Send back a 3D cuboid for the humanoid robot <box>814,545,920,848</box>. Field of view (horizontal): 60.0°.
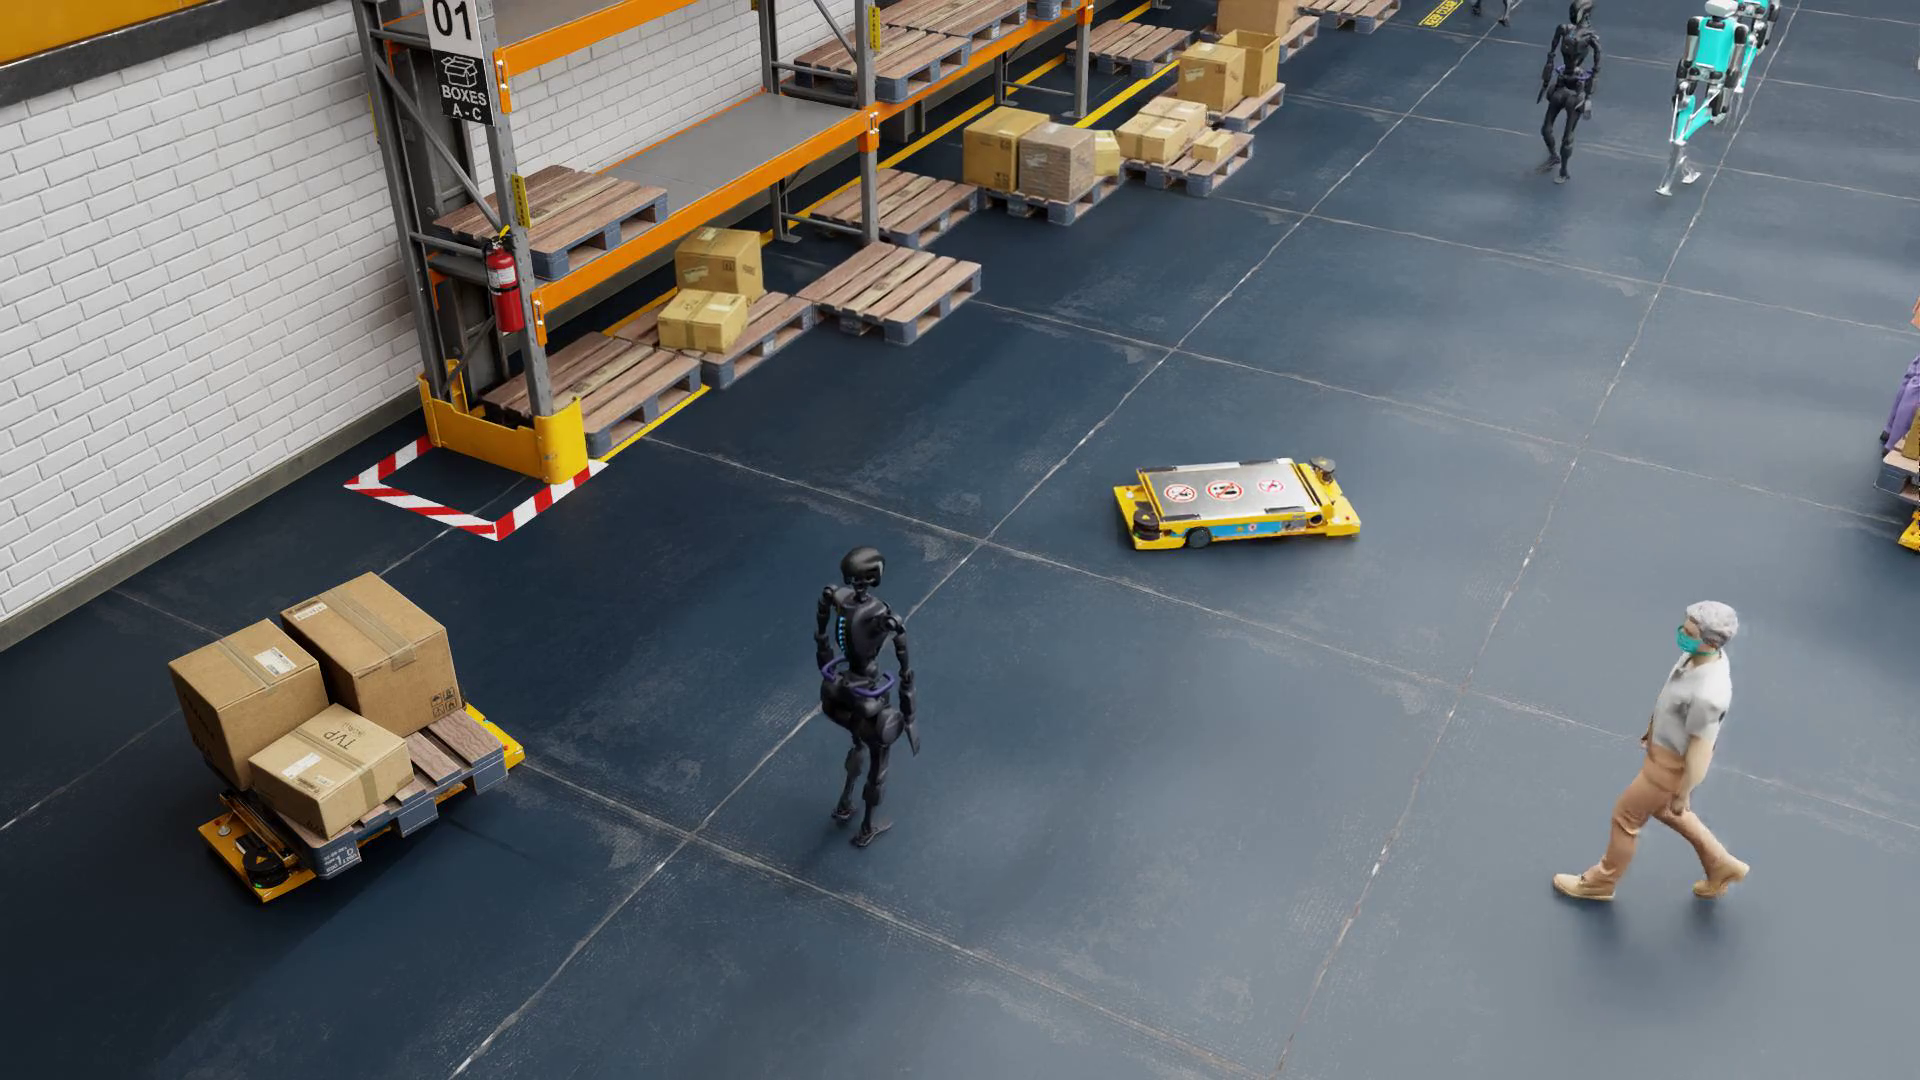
[{"bbox_3d":[-0.438,0.731,7.763,0.615,1.644,0.327,22,40,30],"label":"humanoid robot"}]

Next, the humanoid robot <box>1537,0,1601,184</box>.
[{"bbox_3d":[5.552,-4.082,15.055,0.458,1.646,0.612,-19,38,-26],"label":"humanoid robot"}]

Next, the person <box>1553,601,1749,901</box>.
[{"bbox_3d":[3.216,0.967,7.367,0.749,1.723,0.479,12,35,17],"label":"person"}]

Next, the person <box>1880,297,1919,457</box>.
[{"bbox_3d":[6.373,-1.370,10.793,0.378,1.841,0.568,15,36,21],"label":"person"}]

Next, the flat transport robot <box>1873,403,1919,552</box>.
[{"bbox_3d":[6.495,-0.199,10.449,0.659,0.231,1.431,27,42,35],"label":"flat transport robot"}]

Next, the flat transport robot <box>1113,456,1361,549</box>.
[{"bbox_3d":[1.738,-0.232,10.500,1.431,0.231,0.659,-4,34,-7],"label":"flat transport robot"}]

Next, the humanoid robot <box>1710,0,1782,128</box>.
[{"bbox_3d":[7.582,-4.809,16.181,0.549,1.875,0.747,18,37,25],"label":"humanoid robot"}]

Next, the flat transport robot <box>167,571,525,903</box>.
[{"bbox_3d":[-2.971,1.223,8.297,0.659,0.231,1.431,28,43,35],"label":"flat transport robot"}]

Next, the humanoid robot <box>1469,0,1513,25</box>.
[{"bbox_3d":[6.311,-6.877,19.305,0.589,1.624,0.766,-4,34,-6],"label":"humanoid robot"}]

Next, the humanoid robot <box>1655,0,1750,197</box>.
[{"bbox_3d":[6.415,-3.820,14.649,1.068,1.762,0.548,-28,42,-35],"label":"humanoid robot"}]
